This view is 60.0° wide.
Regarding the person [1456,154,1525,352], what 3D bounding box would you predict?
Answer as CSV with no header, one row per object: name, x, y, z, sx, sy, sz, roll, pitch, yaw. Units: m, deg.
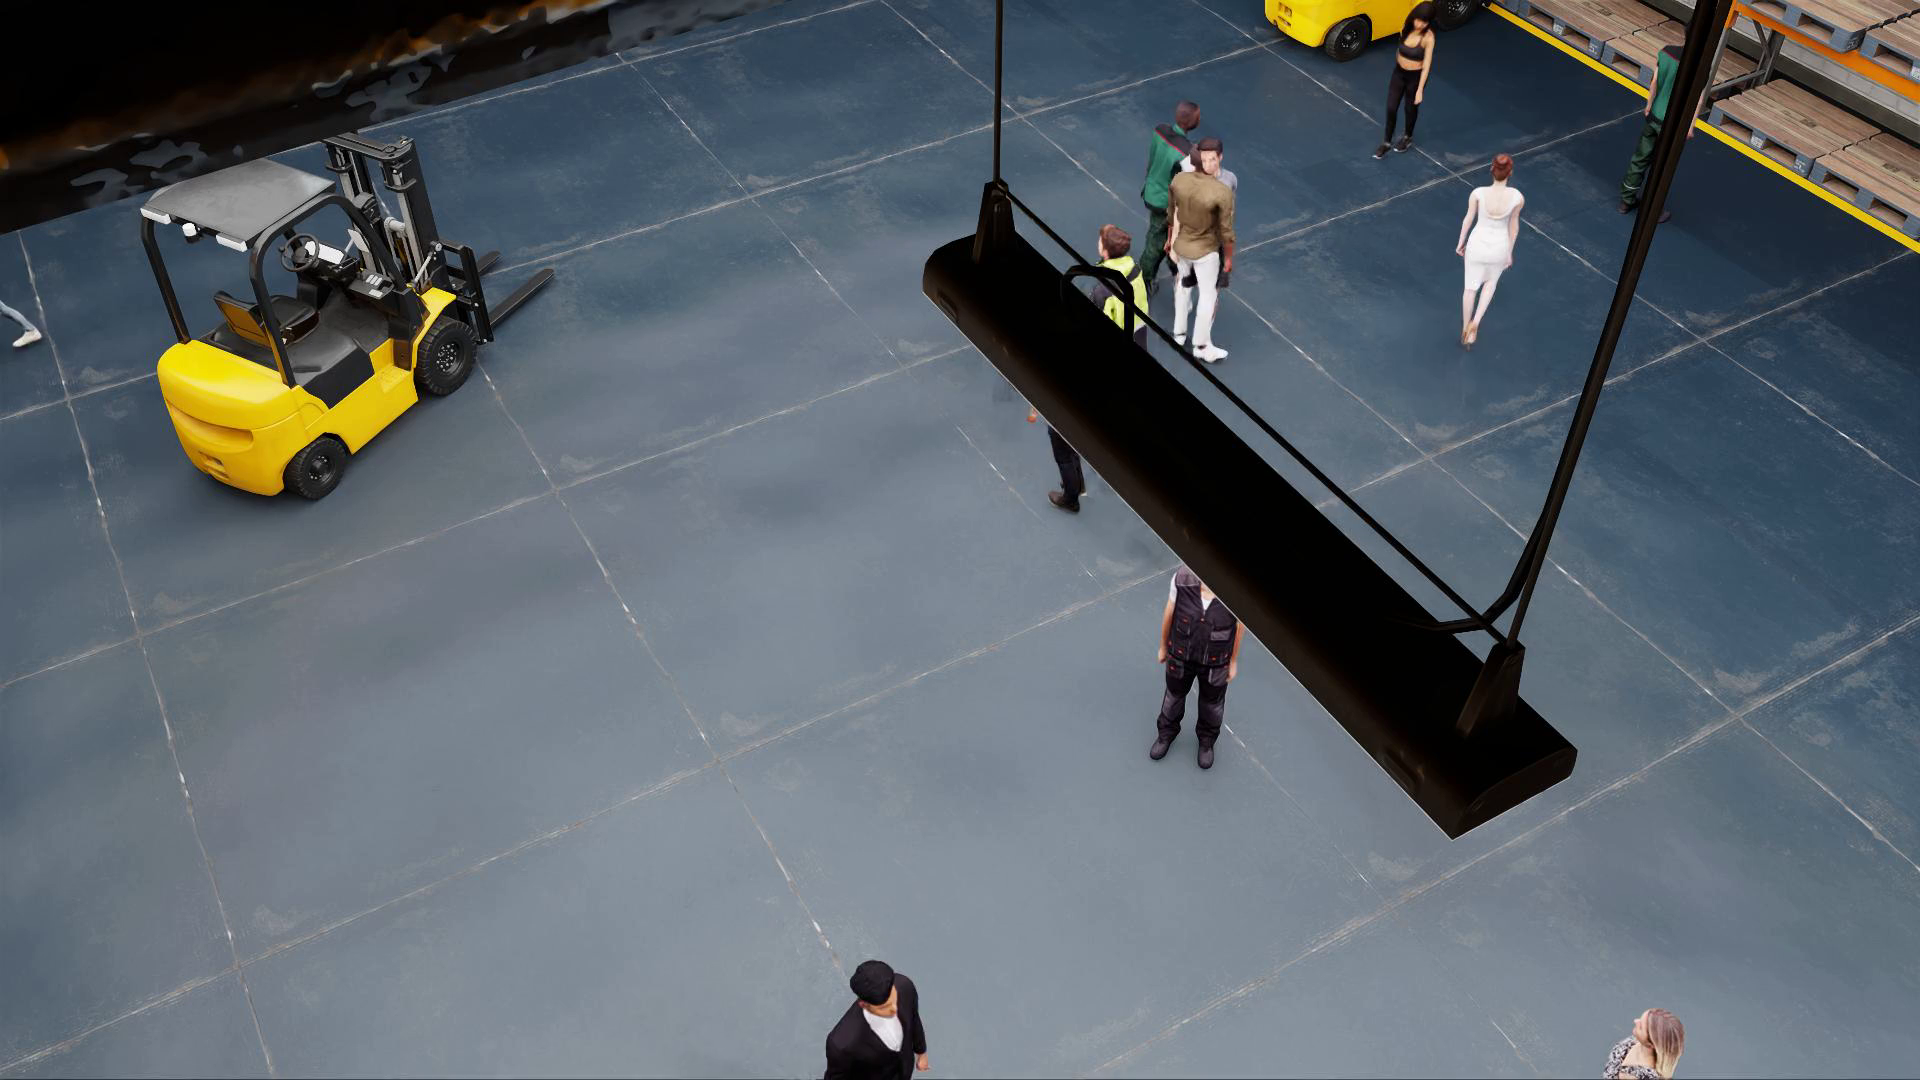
person,4.155,-2.225,13.179,0.755,1.782,0.817,12,45,13

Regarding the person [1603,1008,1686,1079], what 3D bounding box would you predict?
person,3.174,2.763,7.999,0.638,1.705,0.639,23,48,22

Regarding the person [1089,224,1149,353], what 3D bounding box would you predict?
person,1.206,-1.358,12.155,1.299,1.938,1.054,27,50,26

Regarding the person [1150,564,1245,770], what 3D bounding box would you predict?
person,1.461,0.660,10.101,0.730,1.849,0.792,11,45,11

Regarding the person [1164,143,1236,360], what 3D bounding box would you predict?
person,1.894,-2.273,13.225,0.996,1.788,0.710,-31,52,-28

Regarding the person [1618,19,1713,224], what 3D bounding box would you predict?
person,6.230,-3.691,14.631,0.722,1.900,0.488,-22,48,-21

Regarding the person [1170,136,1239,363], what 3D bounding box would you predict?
person,1.921,-2.454,13.379,0.974,1.837,1.278,-6,44,-6

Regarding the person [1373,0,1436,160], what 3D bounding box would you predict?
person,4.222,-4.334,15.519,0.780,1.607,0.809,-32,52,-29

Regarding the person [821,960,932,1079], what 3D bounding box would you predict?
person,-0.463,2.544,8.129,1.319,1.842,1.005,29,51,27

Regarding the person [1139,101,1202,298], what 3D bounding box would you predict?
person,1.634,-2.746,13.714,0.830,1.798,0.990,-18,46,-18
